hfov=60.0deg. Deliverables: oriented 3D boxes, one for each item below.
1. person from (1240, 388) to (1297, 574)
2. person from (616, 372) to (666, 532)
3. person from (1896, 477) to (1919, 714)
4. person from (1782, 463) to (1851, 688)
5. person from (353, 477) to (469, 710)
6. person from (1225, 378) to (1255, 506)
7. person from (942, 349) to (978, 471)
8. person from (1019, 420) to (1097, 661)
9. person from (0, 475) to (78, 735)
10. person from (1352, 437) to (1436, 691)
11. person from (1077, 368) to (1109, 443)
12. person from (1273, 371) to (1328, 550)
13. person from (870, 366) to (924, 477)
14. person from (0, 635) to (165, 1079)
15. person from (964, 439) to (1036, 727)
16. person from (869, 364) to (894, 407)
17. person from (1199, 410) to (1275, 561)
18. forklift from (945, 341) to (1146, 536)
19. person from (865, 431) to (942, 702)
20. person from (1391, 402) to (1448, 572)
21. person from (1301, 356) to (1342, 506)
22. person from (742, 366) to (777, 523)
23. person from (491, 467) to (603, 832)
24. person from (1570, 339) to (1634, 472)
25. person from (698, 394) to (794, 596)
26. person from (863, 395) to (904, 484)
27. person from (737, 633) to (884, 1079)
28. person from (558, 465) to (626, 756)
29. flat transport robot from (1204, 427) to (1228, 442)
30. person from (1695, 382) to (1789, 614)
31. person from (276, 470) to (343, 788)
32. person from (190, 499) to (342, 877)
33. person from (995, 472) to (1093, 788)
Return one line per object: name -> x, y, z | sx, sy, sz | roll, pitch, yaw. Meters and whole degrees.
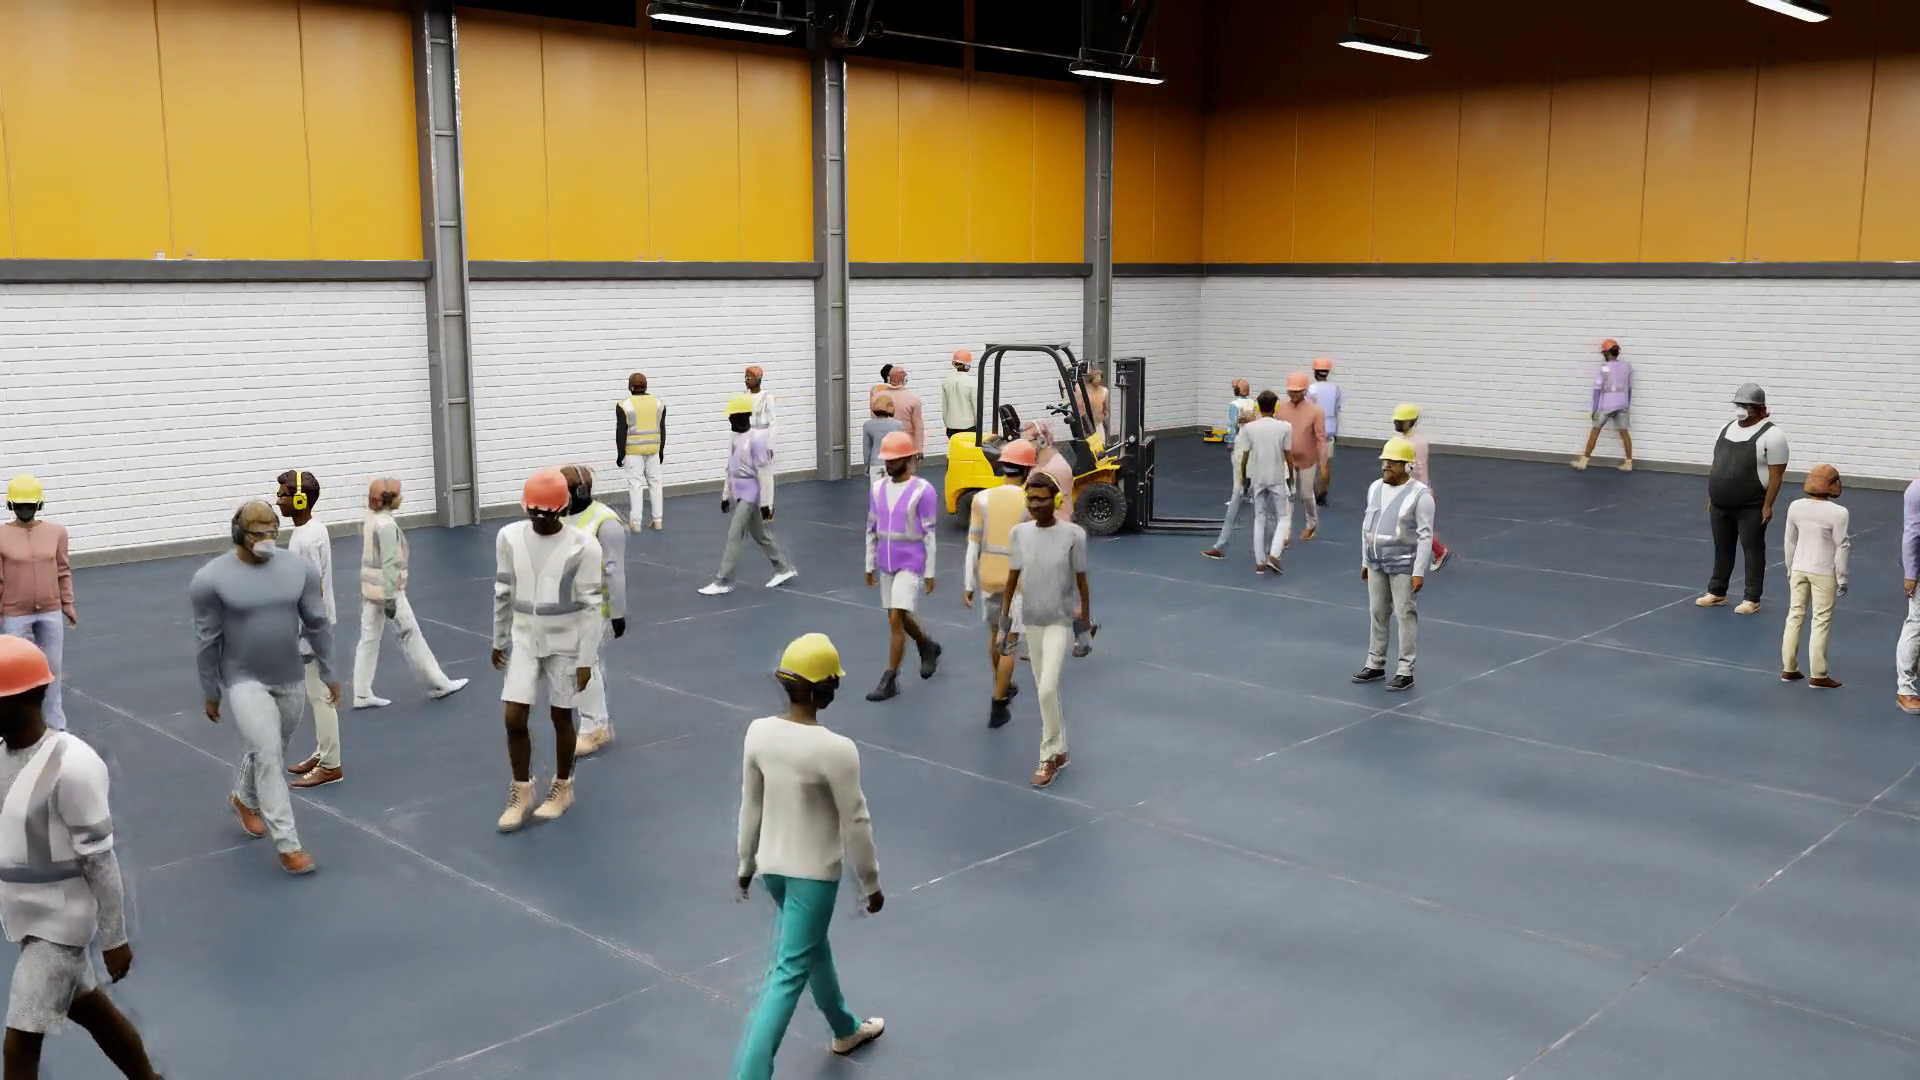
person -> 3.063, -0.569, 16.474 | 0.579, 1.858, 0.459 | 4, 10, 23
person -> -3.704, -1.016, 19.261 | 0.624, 1.845, 0.430 | -7, 11, -36
person -> 6.727, 0.225, 11.356 | 0.629, 1.940, 0.376 | -1, 9, -7
person -> 6.227, 0.256, 12.093 | 0.279, 1.636, 0.505 | -4, 10, -25
person -> -3.861, 0.360, 11.525 | 0.807, 1.599, 0.541 | -6, 11, -35
person -> 3.597, -1.249, 21.313 | 0.310, 1.638, 0.523 | 8, 12, 41
person -> 0.041, -1.501, 21.763 | 0.612, 1.997, 0.376 | 7, 11, 35
person -> 0.707, 0.015, 12.828 | 0.509, 1.880, 0.681 | -2, 10, -15
person -> -5.827, 0.462, 10.453 | 0.328, 1.761, 0.523 | 7, 12, 38
person -> 3.125, 0.166, 12.028 | 0.404, 1.837, 0.593 | -6, 11, -35
person -> 1.903, -1.655, 23.870 | 0.520, 1.622, 0.382 | -3, 10, -18
person -> 3.747, -0.895, 18.263 | 0.636, 1.947, 0.997 | 5, 10, 26
person -> -0.718, -1.084, 19.486 | 0.655, 1.905, 0.407 | 3, 10, 18
person -> -3.016, 1.229, 5.375 | 0.571, 1.878, 1.012 | 6, 11, 31
person -> 0.369, 0.261, 11.268 | 0.552, 1.894, 0.896 | 3, 10, 20
person -> -1.024, -1.636, 23.532 | 0.532, 1.691, 0.318 | 3, 10, 17
person -> 2.941, -0.550, 17.180 | 0.851, 1.584, 0.507 | -4, 10, -23
forklift -> 0.977, -1.223, 19.452 | 2.313, 2.155, 1.214 | 2, 9, 11
person -> -0.393, 0.152, 11.947 | 0.556, 1.904, 0.901 | 6, 11, 34
person -> 4.460, -0.485, 16.284 | 0.612, 1.744, 0.534 | -5, 10, -26
person -> 4.613, -1.393, 21.343 | 0.553, 1.919, 0.513 | -2, 9, -11
person -> -2.427, -1.135, 19.871 | 0.575, 1.882, 0.360 | 8, 12, 42
person -> -2.259, 0.590, 8.947 | 0.701, 1.991, 0.688 | 2, 9, 10
person -> 9.717, -2.021, 24.990 | 0.780, 2.001, 0.550 | -1, 9, -8
person -> -1.997, -0.440, 15.643 | 1.001, 1.880, 0.608 | -5, 11, -29
person -> -0.843, -0.811, 18.638 | 0.498, 1.633, 0.278 | 3, 10, 16
person -> -0.568, 1.195, 6.085 | 0.552, 1.719, 0.904 | 8, 12, 39
person -> -2.416, 0.441, 10.395 | 0.650, 1.820, 0.584 | 8, 12, 40
flat transport robot -> 5.006, -1.852, 29.193 | 1.431, 0.197, 0.652 | 1, 9, 8
person -> 6.890, -0.374, 14.716 | 0.537, 2.000, 0.682 | -5, 11, -29
person -> -3.844, 0.515, 9.789 | 0.328, 1.872, 0.510 | -4, 10, -23
person -> -3.598, 0.708, 8.561 | 0.664, 1.900, 1.002 | -9, 13, -43
person -> 0.460, 0.522, 9.811 | 0.542, 1.842, 0.711 | 5, 11, 29
